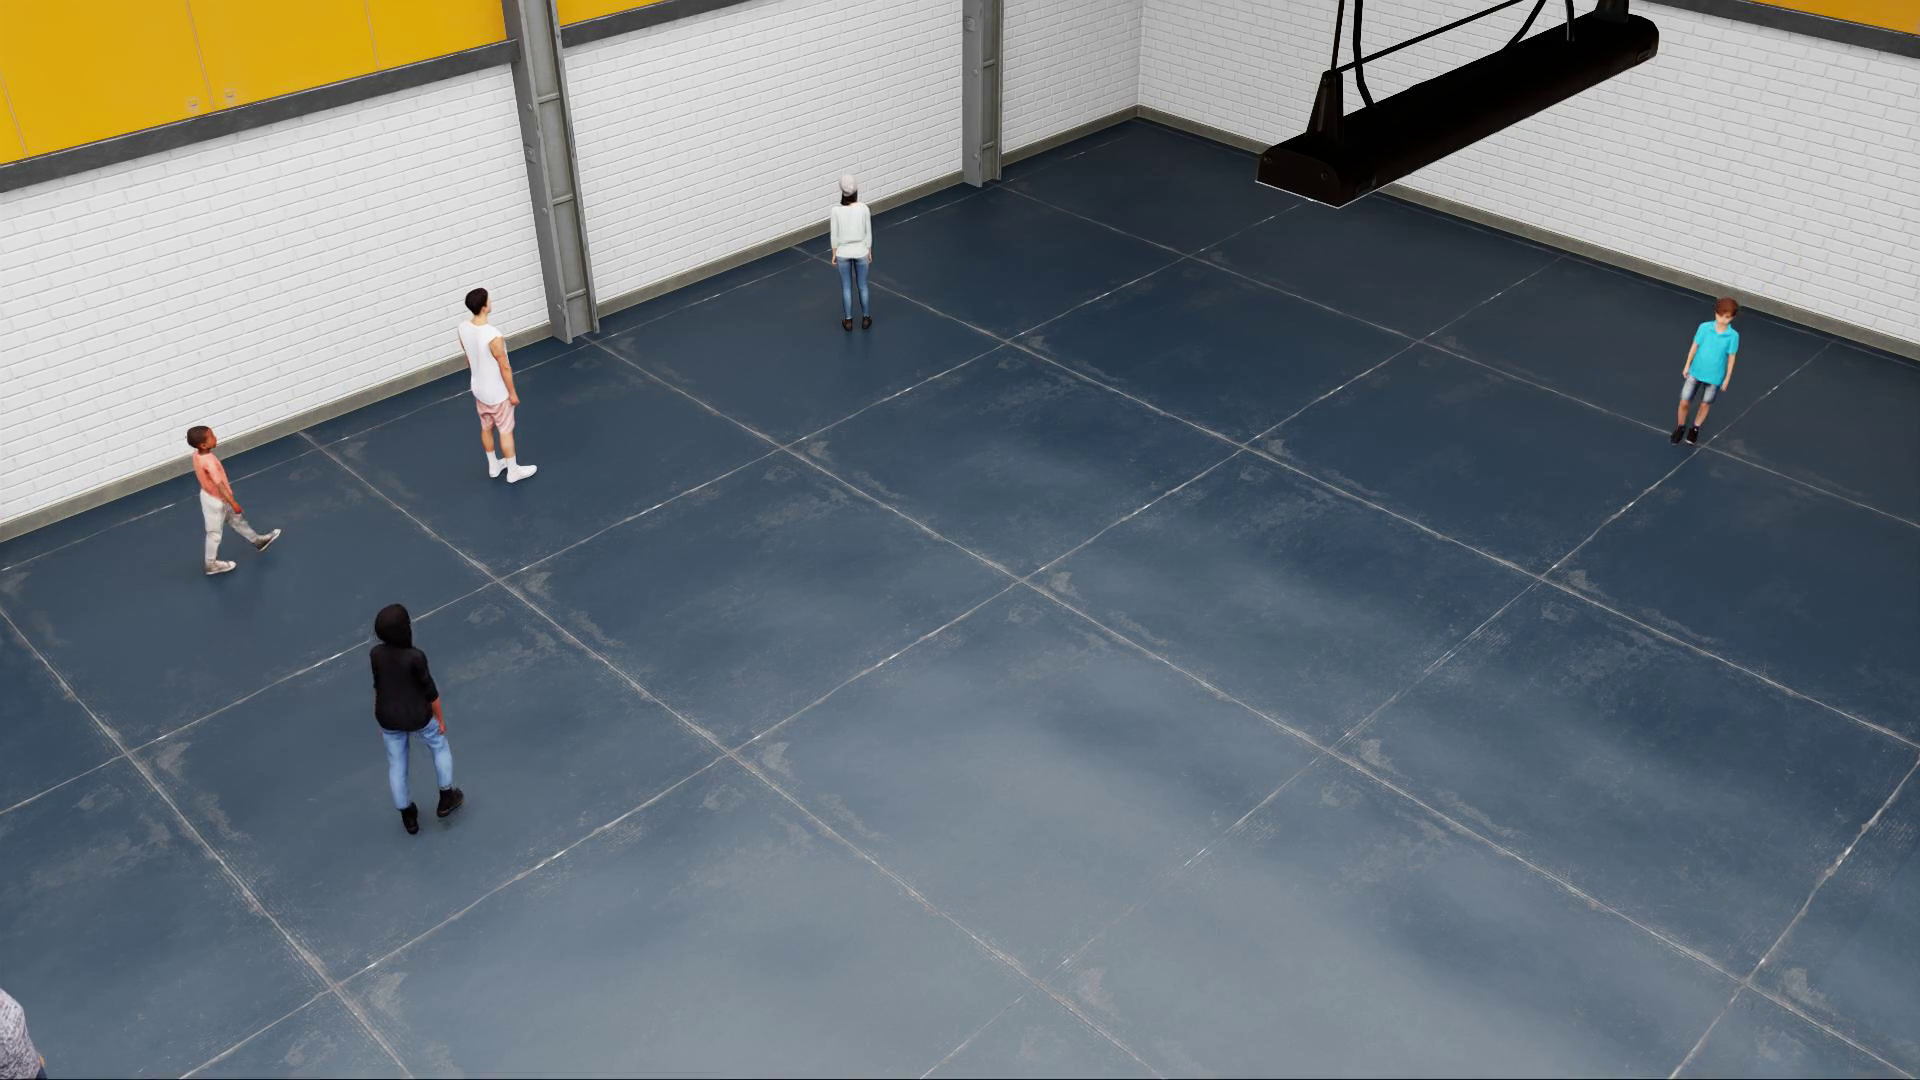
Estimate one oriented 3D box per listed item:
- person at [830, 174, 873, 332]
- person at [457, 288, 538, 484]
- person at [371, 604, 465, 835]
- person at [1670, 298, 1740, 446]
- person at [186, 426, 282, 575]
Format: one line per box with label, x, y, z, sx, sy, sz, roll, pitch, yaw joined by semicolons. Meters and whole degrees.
person;-1.094;-2.920;16.864;0.614;1.652;0.700;-5;34;-7
person;-4.050;-1.325;14.341;0.685;1.789;0.642;20;39;27
person;-3.542;1.182;10.667;0.707;1.681;0.766;-1;34;-1
person;6.748;-1.549;14.993;0.619;1.440;0.655;18;38;25
person;-5.999;-0.300;13.257;0.909;1.282;0.621;-20;39;-28
